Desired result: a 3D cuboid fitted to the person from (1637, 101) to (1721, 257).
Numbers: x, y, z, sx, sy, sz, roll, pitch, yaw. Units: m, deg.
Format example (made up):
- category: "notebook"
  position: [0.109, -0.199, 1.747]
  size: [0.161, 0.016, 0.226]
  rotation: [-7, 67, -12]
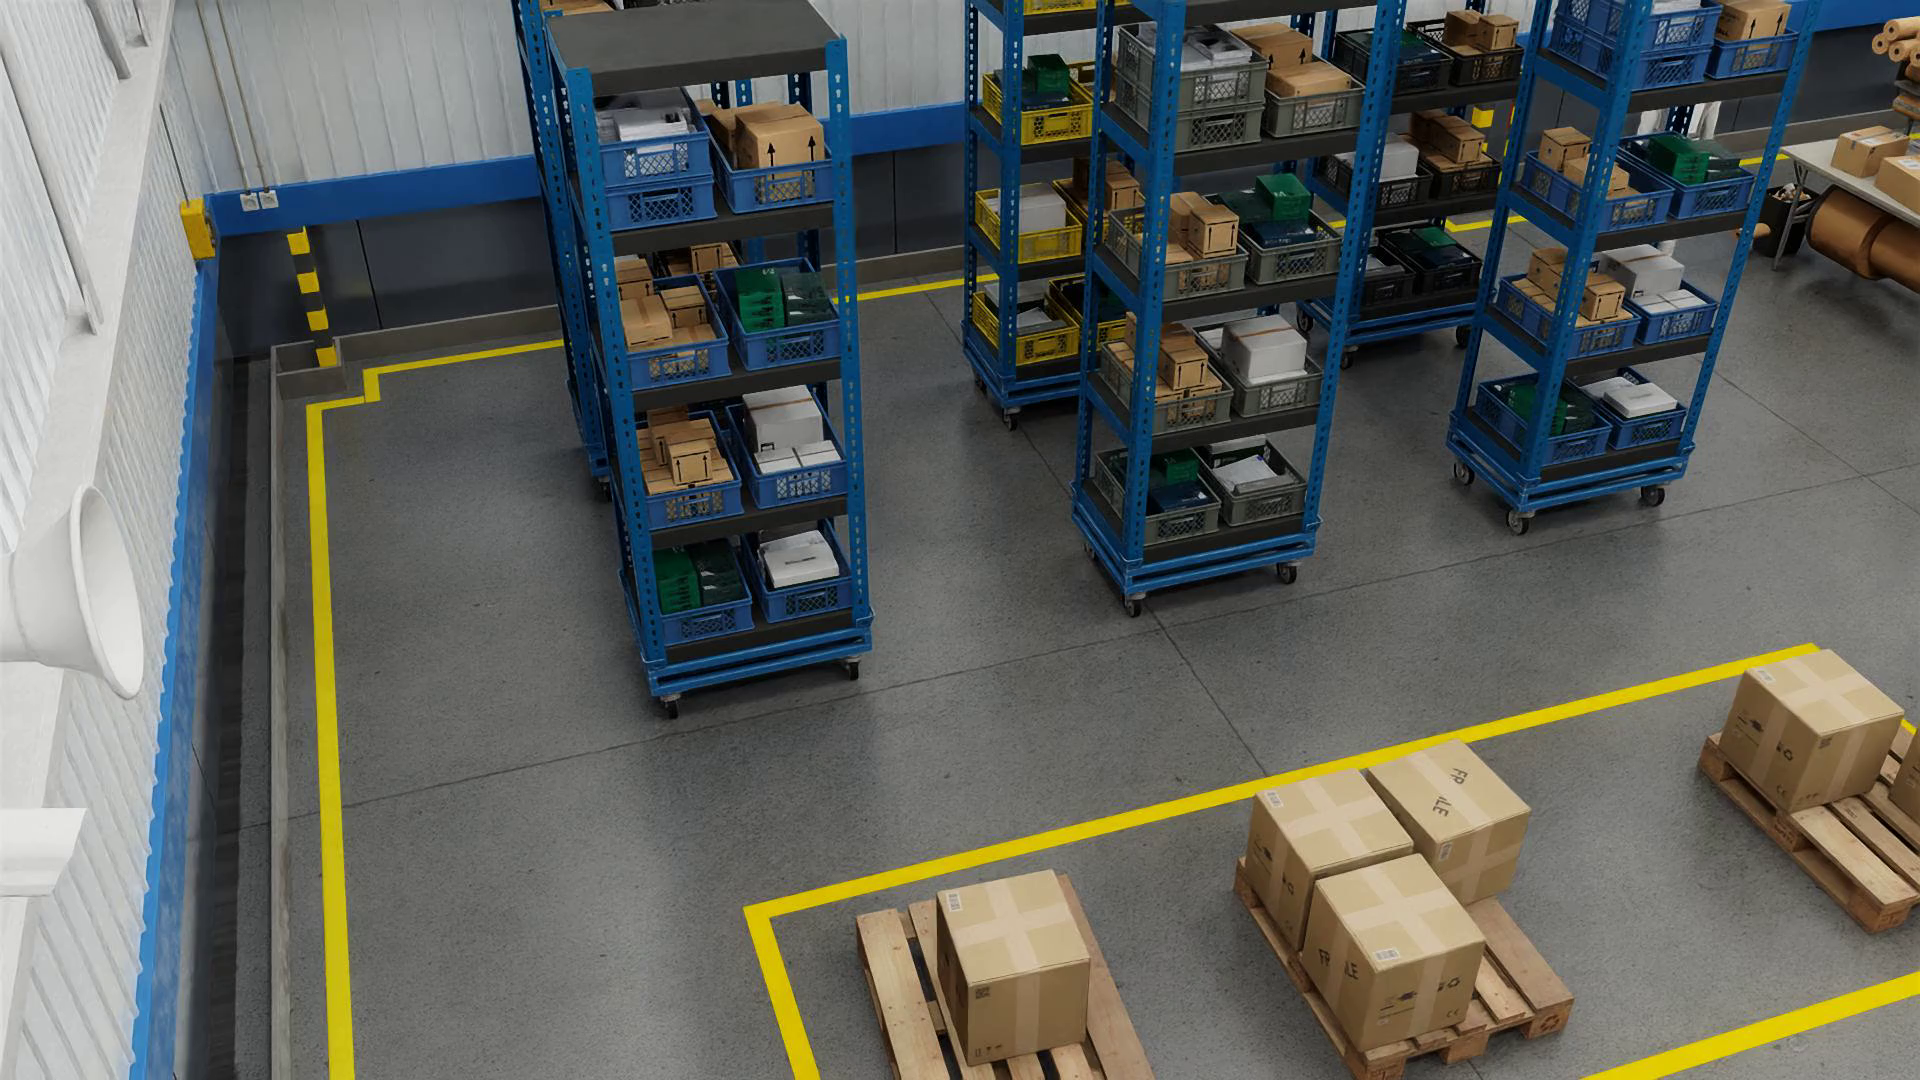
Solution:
- category: "person"
  position: [5.443, -2.923, 12.800]
  size: [0.575, 1.881, 0.353]
  rotation: [2, 35, 3]
